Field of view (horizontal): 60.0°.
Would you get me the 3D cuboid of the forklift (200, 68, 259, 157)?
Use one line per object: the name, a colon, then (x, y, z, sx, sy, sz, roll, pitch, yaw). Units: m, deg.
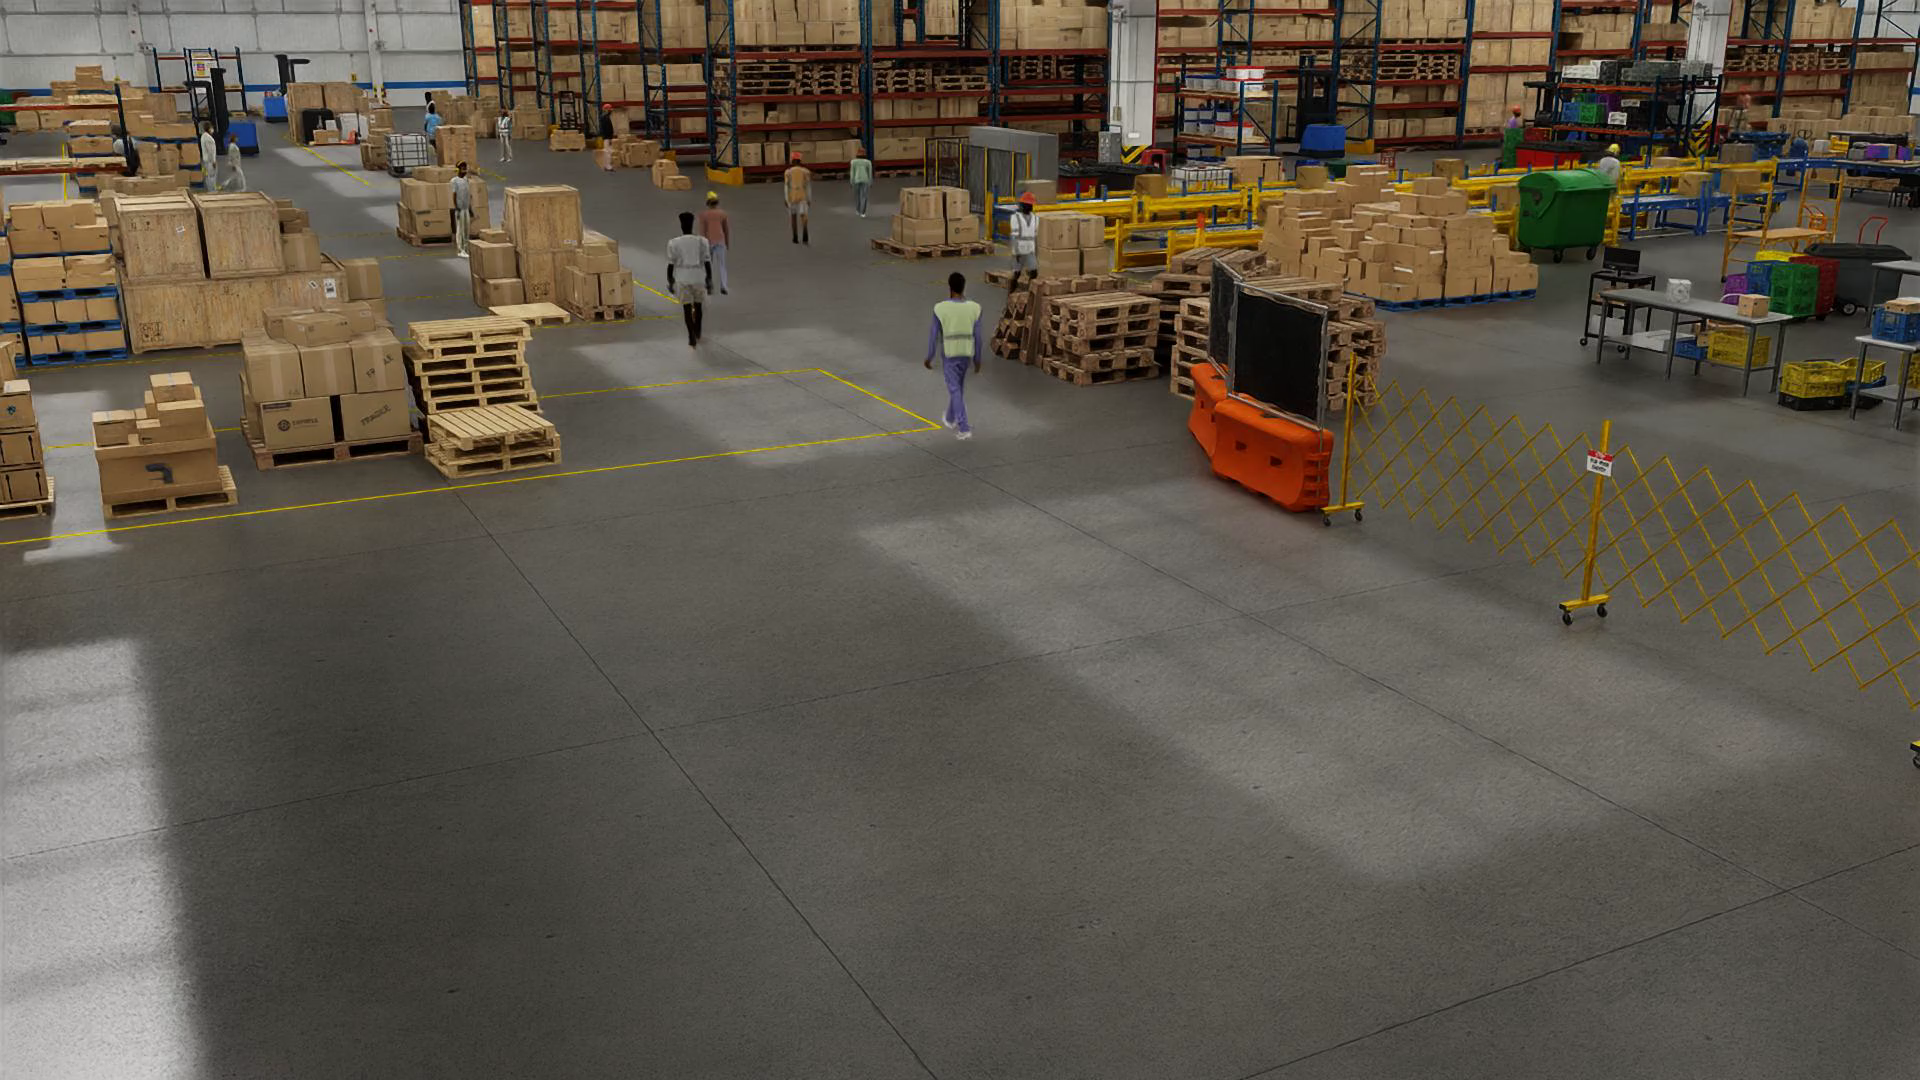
forklift: (-24.369, -14.147, 54.940, 1.873, 2.768, 1.129, -9, 20, -26)

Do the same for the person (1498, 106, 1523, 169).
person: (16.782, -12.114, 50.196, 0.972, 1.884, 0.572, 9, 20, 25)

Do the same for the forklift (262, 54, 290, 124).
forklift: (-28.567, -19.111, 70.414, 1.873, 2.768, 1.129, -9, 20, -26)

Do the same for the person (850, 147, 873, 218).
person: (-2.306, -8.413, 39.114, 0.531, 1.595, 0.793, -1, 18, -2)

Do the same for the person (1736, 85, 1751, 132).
person: (29.273, -15.981, 62.142, 0.929, 1.966, 0.622, -8, 20, -24)

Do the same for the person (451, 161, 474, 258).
person: (-9.787, -6.521, 32.805, 0.327, 1.865, 0.520, 6, 19, 18)

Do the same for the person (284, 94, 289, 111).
person: (-25.497, -16.429, 63.572, 0.364, 1.935, 0.553, 12, 21, 33)

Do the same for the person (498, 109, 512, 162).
person: (-14.542, -12.923, 53.123, 0.513, 1.641, 0.307, 9, 20, 25)

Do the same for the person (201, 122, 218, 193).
person: (-19.220, -9.722, 42.667, 0.375, 1.936, 0.627, -12, 21, -32)

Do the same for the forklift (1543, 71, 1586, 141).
forklift: (18.685, -13.231, 52.085, 1.873, 2.768, 1.129, -9, 20, -26)

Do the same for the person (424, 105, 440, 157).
person: (-17.292, -13.436, 54.667, 0.537, 1.676, 0.640, -16, 24, -40)

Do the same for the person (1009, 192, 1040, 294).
person: (1.067, -4.723, 27.146, 0.551, 1.914, 0.769, -10, 20, -27)

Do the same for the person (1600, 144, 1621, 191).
person: (14.663, -8.018, 37.548, 0.423, 1.819, 0.598, -7, 19, -22)

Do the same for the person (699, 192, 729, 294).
person: (-4.236, -5.140, 28.739, 0.549, 1.715, 0.925, -7, 19, -21)

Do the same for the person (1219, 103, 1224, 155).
person: (8.690, -13.793, 55.781, 0.536, 1.667, 0.747, -3, 18, -8)

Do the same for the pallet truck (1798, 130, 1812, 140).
pallet truck: (25.526, -11.556, 49.408, 1.630, 1.274, 0.653, -9, 20, -26)

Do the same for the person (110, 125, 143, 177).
person: (-20.819, -9.358, 41.363, 0.871, 2.000, 0.760, 3, 18, 10)

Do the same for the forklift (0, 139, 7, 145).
forklift: (-35.006, -15.382, 58.790, 1.873, 2.768, 1.129, -9, 20, -26)

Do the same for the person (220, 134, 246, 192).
person: (-18.982, -9.785, 43.393, 0.670, 1.614, 0.521, -6, 19, -18)

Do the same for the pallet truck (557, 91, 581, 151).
pallet truck: (-13.495, -14.412, 57.188, 0.823, 1.965, 1.885, -3, 18, -9)

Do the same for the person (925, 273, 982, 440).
person: (-0.038, -2.113, 19.061, 0.600, 1.875, 0.991, -8, 19, -22)

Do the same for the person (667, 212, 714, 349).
person: (-3.946, -3.794, 24.185, 0.638, 1.927, 0.912, -6, 19, -17)

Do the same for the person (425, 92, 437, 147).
person: (-18.583, -14.804, 58.553, 0.391, 1.912, 0.589, -12, 21, -32)

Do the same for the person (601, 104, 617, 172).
person: (-10.497, -12.009, 49.702, 0.397, 1.992, 0.623, -7, 19, -21)

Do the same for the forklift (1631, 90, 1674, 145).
forklift: (24.776, -15.241, 58.348, 1.873, 2.768, 1.129, 11, 21, 30)

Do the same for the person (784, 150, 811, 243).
person: (-3.379, -7.122, 34.591, 0.545, 1.924, 0.547, -5, 18, -14)

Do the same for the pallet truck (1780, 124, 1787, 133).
pallet truck: (25.206, -12.542, 52.601, 1.601, 1.201, 0.680, 0, 18, -2)

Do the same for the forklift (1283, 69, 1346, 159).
forklift: (11.615, -13.871, 54.079, 1.129, 2.768, 1.873, -9, 20, -27)

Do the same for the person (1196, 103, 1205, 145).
person: (8.326, -14.202, 57.159, 0.521, 1.603, 0.664, 2, 18, 6)
